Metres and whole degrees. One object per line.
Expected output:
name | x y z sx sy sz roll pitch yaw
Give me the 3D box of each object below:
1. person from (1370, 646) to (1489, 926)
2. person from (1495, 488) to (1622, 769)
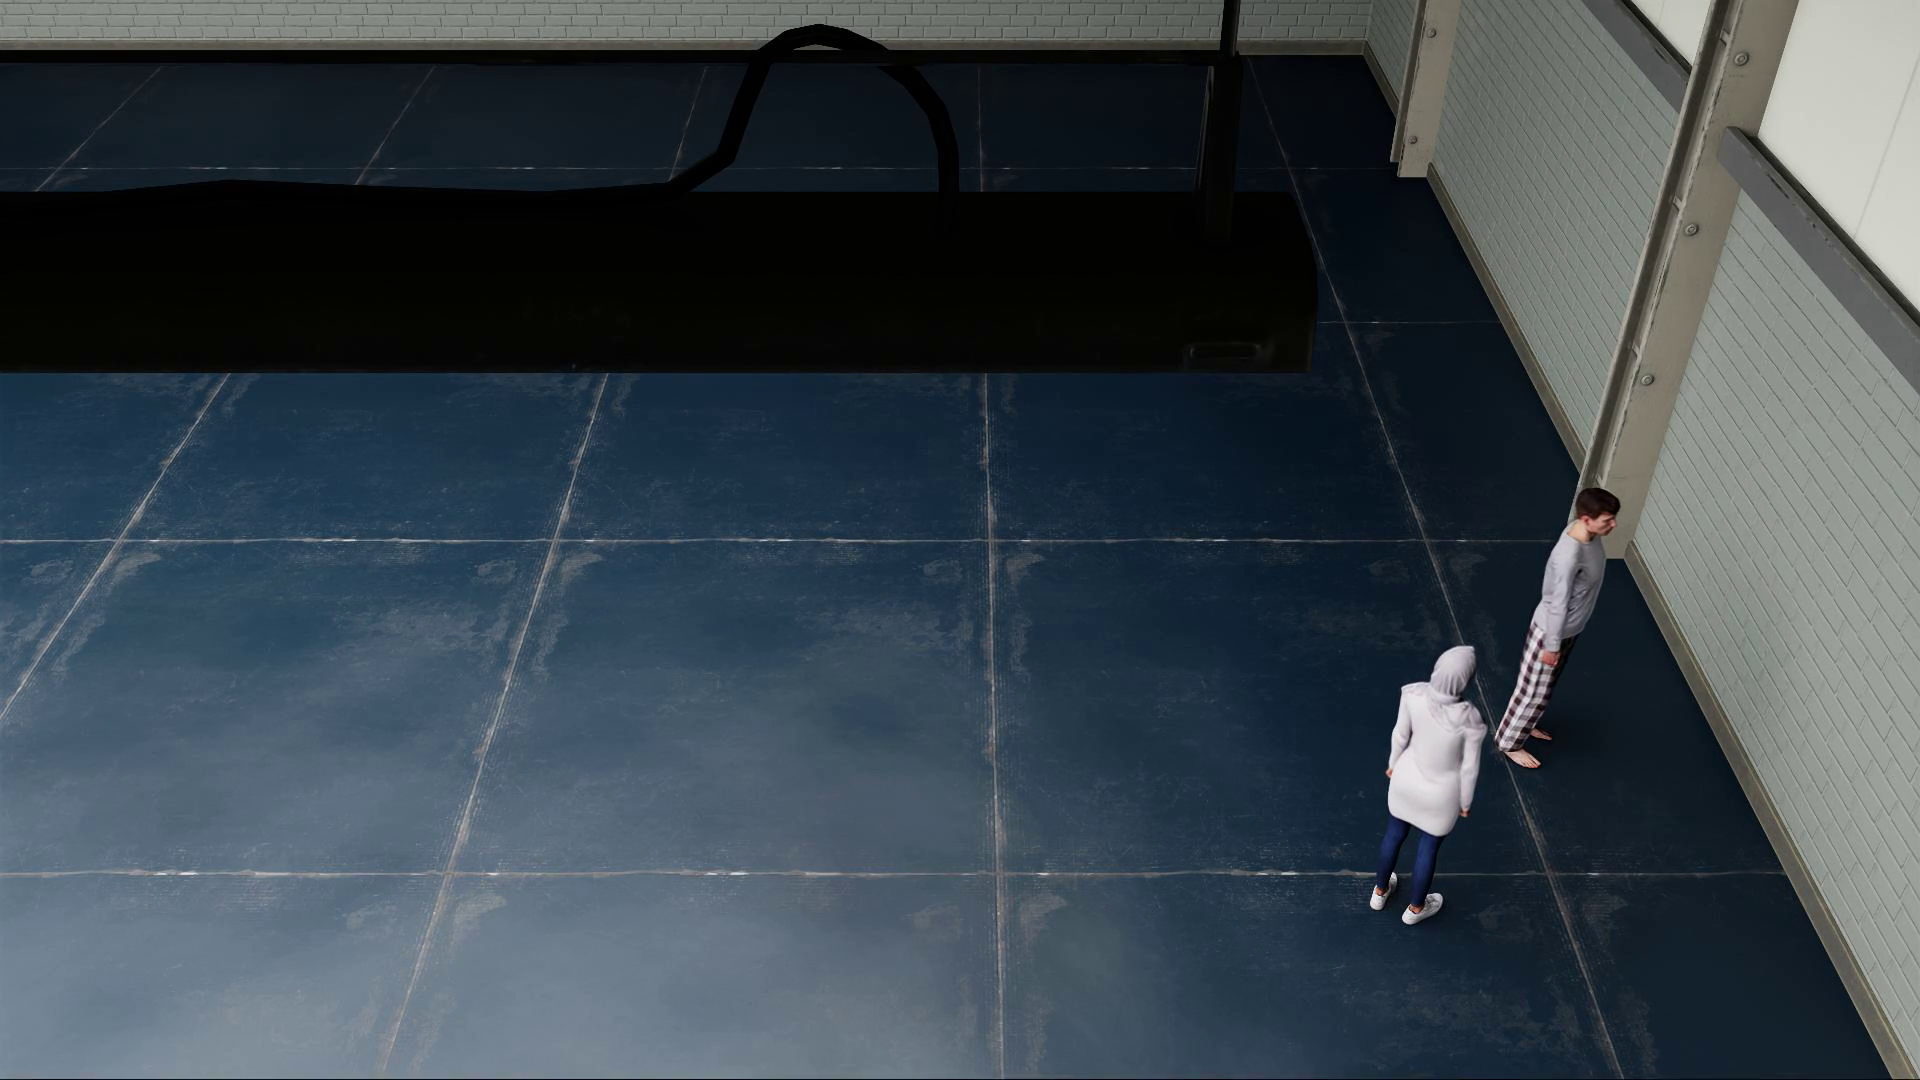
person | 2.343 1.234 8.356 0.695 1.775 0.741 28 45 32
person | 3.344 0.463 9.311 0.775 1.847 0.671 22 42 26
